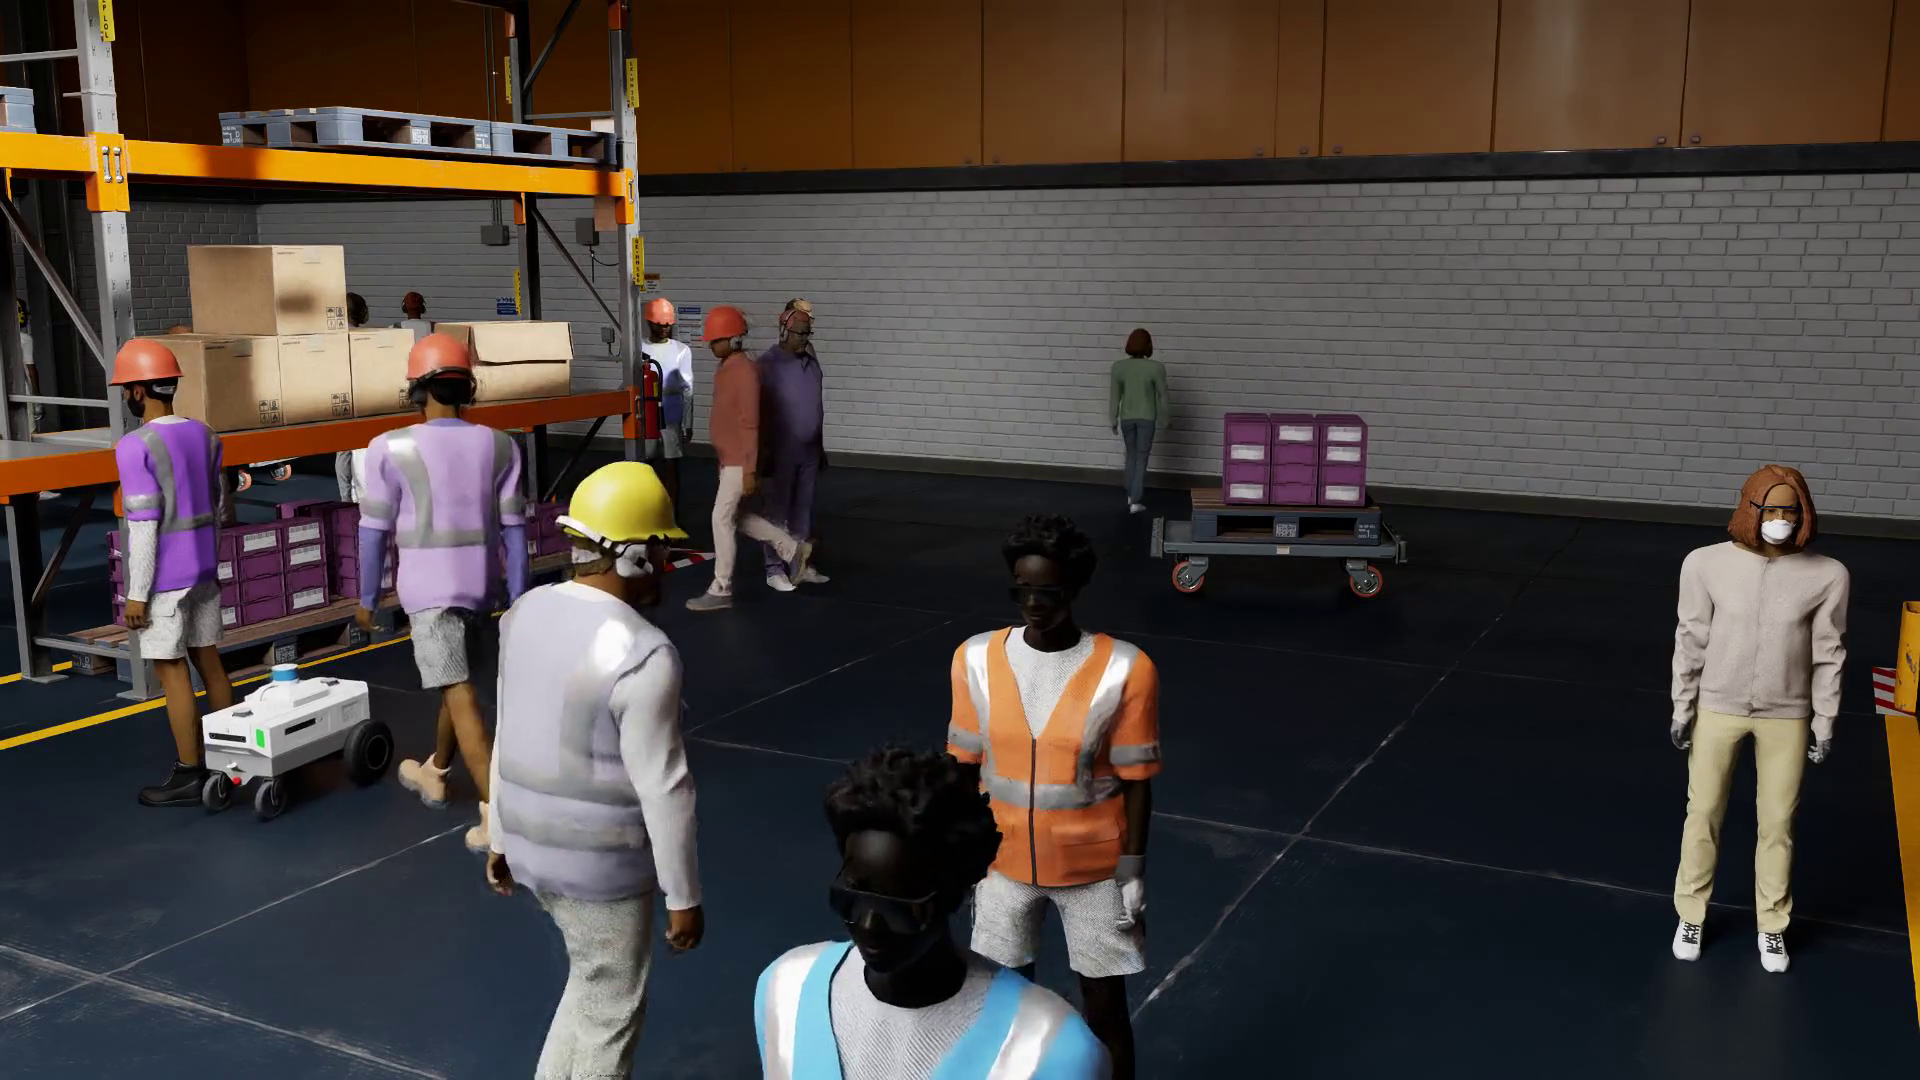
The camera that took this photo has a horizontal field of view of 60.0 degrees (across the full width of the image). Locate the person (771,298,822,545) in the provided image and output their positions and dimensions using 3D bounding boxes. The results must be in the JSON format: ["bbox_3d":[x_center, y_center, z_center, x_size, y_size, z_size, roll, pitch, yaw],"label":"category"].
[{"bbox_3d":[-1.270,-0.884,12.799,0.372,1.936,0.629,3,10,16],"label":"person"}]

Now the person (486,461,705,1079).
[{"bbox_3d":[-0.835,0.720,3.882,0.659,1.807,0.460,9,13,43],"label":"person"}]

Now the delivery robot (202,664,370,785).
[{"bbox_3d":[-2.818,0.764,6.980,0.477,0.478,0.707,3,10,19],"label":"delivery robot"}]

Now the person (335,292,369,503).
[{"bbox_3d":[-5.275,-1.182,14.511,0.627,1.940,0.376,9,13,42],"label":"person"}]

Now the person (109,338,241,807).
[{"bbox_3d":[-3.274,0.139,6.875,0.377,1.932,0.552,2,10,11],"label":"person"}]

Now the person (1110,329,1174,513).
[{"bbox_3d":[1.632,-1.062,14.764,0.509,1.616,0.615,6,11,29],"label":"person"}]

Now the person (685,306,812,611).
[{"bbox_3d":[-1.347,-0.523,10.673,0.842,1.950,0.665,-4,11,-21],"label":"person"}]

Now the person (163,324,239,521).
[{"bbox_3d":[-4.904,-0.457,10.635,0.620,1.836,0.430,-1,10,-6],"label":"person"}]

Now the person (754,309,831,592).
[{"bbox_3d":[-1.125,-0.613,11.330,0.408,1.903,0.638,7,12,33],"label":"person"}]

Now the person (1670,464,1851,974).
[{"bbox_3d":[2.529,0.566,5.304,0.497,1.629,0.276,4,10,20],"label":"person"}]

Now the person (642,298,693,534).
[{"bbox_3d":[-2.399,-0.974,13.352,0.544,1.928,0.377,-3,10,-18],"label":"person"}]

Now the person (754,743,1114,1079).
[{"bbox_3d":[-0.058,1.080,2.143,0.538,1.685,0.360,4,11,24],"label":"person"}]

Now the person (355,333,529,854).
[{"bbox_3d":[-1.998,0.192,6.487,0.610,1.980,1.103,-10,14,-44],"label":"person"}]

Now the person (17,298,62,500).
[{"bbox_3d":[-8.665,-1.292,15.347,0.520,1.873,0.335,3,10,19],"label":"person"}]

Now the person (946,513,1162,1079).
[{"bbox_3d":[0.215,0.764,3.983,0.533,1.687,0.320,4,10,20],"label":"person"}]

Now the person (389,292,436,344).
[{"bbox_3d":[-5.569,-1.601,17.103,0.579,1.883,0.352,-5,11,-27],"label":"person"}]
